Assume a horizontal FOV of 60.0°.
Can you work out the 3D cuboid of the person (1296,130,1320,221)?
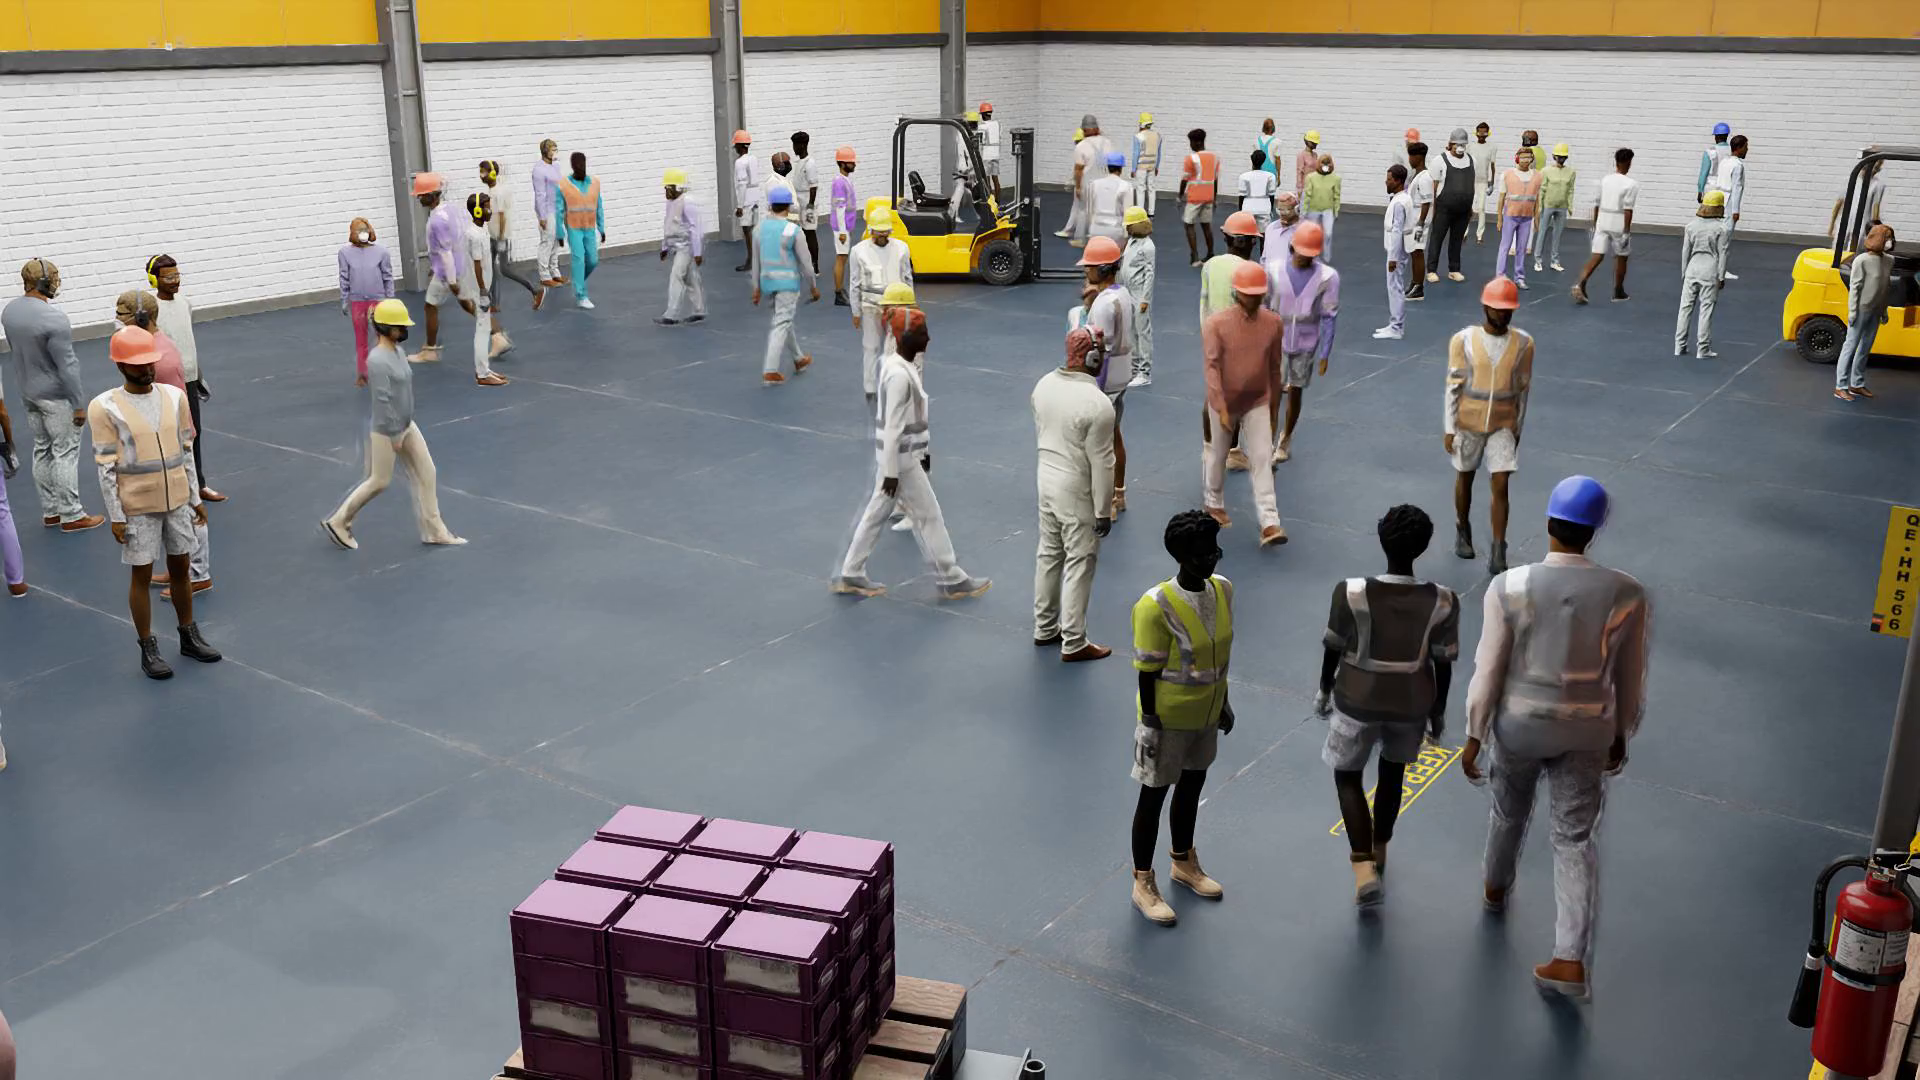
[{"bbox_3d":[5.376,-5.439,25.728,0.327,1.760,0.523,15,23,39],"label":"person"}]

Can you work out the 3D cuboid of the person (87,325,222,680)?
[{"bbox_3d":[-4.390,-0.212,9.088,0.357,1.938,0.542,12,21,33],"label":"person"}]

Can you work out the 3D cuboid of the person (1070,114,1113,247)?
[{"bbox_3d":[2.024,-5.460,25.334,0.687,2.000,0.799,-10,20,-28],"label":"person"}]

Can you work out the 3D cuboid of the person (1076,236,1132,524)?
[{"bbox_3d":[1.007,-1.130,11.810,0.404,2.034,0.611,6,19,18],"label":"person"}]

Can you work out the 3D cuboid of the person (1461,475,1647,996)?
[{"bbox_3d":[2.235,0.717,6.275,0.656,1.889,1.021,3,18,10],"label":"person"}]

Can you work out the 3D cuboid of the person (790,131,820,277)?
[{"bbox_3d":[-2.111,-4.582,22.717,0.373,1.960,0.601,-6,19,-18],"label":"person"}]

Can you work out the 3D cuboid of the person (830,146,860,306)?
[{"bbox_3d":[-1.410,-3.877,20.551,0.379,1.937,0.547,1,18,2],"label":"person"}]

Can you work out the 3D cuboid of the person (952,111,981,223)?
[{"bbox_3d":[0.174,-6.392,28.536,1.020,1.863,0.593,-17,24,-42],"label":"person"}]

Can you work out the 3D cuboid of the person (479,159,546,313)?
[{"bbox_3d":[-5.471,-3.633,19.947,0.808,1.845,0.528,-10,20,-27],"label":"person"}]

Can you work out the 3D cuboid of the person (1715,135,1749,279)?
[{"bbox_3d":[10.437,-4.525,22.608,0.392,1.919,0.591,1,18,2],"label":"person"}]

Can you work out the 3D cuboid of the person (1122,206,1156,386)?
[{"bbox_3d":[1.702,-2.367,16.154,0.312,1.736,0.483,-6,19,-19],"label":"person"}]

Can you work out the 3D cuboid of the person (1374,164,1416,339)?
[{"bbox_3d":[4.860,-3.197,18.470,0.383,1.911,0.593,5,18,16],"label":"person"}]

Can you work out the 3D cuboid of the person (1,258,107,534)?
[{"bbox_3d":[-6.294,-0.989,11.545,0.632,1.928,0.392,9,20,27],"label":"person"}]

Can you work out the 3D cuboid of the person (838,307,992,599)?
[{"bbox_3d":[-0.324,-0.519,10.222,0.979,1.832,0.598,-1,18,-2],"label":"person"}]

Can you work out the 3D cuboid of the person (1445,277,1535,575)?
[{"bbox_3d":[3.403,-0.730,10.743,0.545,1.905,0.896,3,18,10],"label":"person"}]

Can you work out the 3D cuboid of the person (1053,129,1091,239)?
[{"bbox_3d":[1.915,-5.673,26.525,0.871,1.718,0.522,-3,18,-10],"label":"person"}]

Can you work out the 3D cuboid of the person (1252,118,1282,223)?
[{"bbox_3d":[5.008,-5.940,27.172,0.501,1.839,0.344,12,21,33],"label":"person"}]

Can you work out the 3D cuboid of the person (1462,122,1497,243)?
[{"bbox_3d":[8.099,-5.590,26.040,0.511,1.862,0.327,8,19,23],"label":"person"}]

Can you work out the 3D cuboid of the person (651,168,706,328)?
[{"bbox_3d":[-3.302,-3.344,19.095,0.818,1.800,0.628,-9,20,-26],"label":"person"}]

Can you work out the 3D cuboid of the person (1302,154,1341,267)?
[{"bbox_3d":[5.032,-4.557,23.208,0.519,1.614,0.603,4,18,13],"label":"person"}]

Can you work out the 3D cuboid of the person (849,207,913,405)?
[{"bbox_3d":[-0.717,-2.158,15.367,0.605,1.818,0.403,-6,19,-17],"label":"person"}]

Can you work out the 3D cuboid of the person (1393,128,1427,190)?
[{"bbox_3d":[7.255,-5.766,26.815,0.587,1.710,0.464,-1,18,-3],"label":"person"}]

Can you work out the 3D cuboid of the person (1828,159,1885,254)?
[{"bbox_3d":[11.265,-3.947,20.984,0.546,1.807,0.493,14,23,38],"label":"person"}]

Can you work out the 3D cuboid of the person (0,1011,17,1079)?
[{"bbox_3d":[-2.260,1.540,3.624,0.628,1.932,0.366,3,18,9],"label":"person"}]

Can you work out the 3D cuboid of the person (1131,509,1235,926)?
[{"bbox_3d":[0.895,0.692,6.648,0.531,1.697,0.320,-15,23,-39],"label":"person"}]

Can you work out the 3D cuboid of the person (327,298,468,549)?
[{"bbox_3d":[-3.870,-0.761,11.160,0.856,1.731,0.537,1,18,4],"label":"person"}]

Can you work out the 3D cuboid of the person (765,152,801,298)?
[{"bbox_3d":[-2.210,-3.924,20.847,0.429,1.846,0.629,2,18,5],"label":"person"}]

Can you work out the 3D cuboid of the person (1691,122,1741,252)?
[{"bbox_3d":[11.234,-5.205,24.708,0.604,1.939,0.416,-2,18,-7],"label":"person"}]

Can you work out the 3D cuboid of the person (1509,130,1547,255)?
[{"bbox_3d":[8.430,-5.170,24.777,0.636,1.830,0.429,-16,23,-40],"label":"person"}]

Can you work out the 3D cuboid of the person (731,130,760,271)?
[{"bbox_3d":[-2.992,-4.724,23.199,0.375,1.939,0.546,5,19,17],"label":"person"}]

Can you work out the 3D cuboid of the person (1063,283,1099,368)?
[{"bbox_3d":[1.014,-1.203,12.726,0.387,1.612,0.577,-14,22,-36],"label":"person"}]
